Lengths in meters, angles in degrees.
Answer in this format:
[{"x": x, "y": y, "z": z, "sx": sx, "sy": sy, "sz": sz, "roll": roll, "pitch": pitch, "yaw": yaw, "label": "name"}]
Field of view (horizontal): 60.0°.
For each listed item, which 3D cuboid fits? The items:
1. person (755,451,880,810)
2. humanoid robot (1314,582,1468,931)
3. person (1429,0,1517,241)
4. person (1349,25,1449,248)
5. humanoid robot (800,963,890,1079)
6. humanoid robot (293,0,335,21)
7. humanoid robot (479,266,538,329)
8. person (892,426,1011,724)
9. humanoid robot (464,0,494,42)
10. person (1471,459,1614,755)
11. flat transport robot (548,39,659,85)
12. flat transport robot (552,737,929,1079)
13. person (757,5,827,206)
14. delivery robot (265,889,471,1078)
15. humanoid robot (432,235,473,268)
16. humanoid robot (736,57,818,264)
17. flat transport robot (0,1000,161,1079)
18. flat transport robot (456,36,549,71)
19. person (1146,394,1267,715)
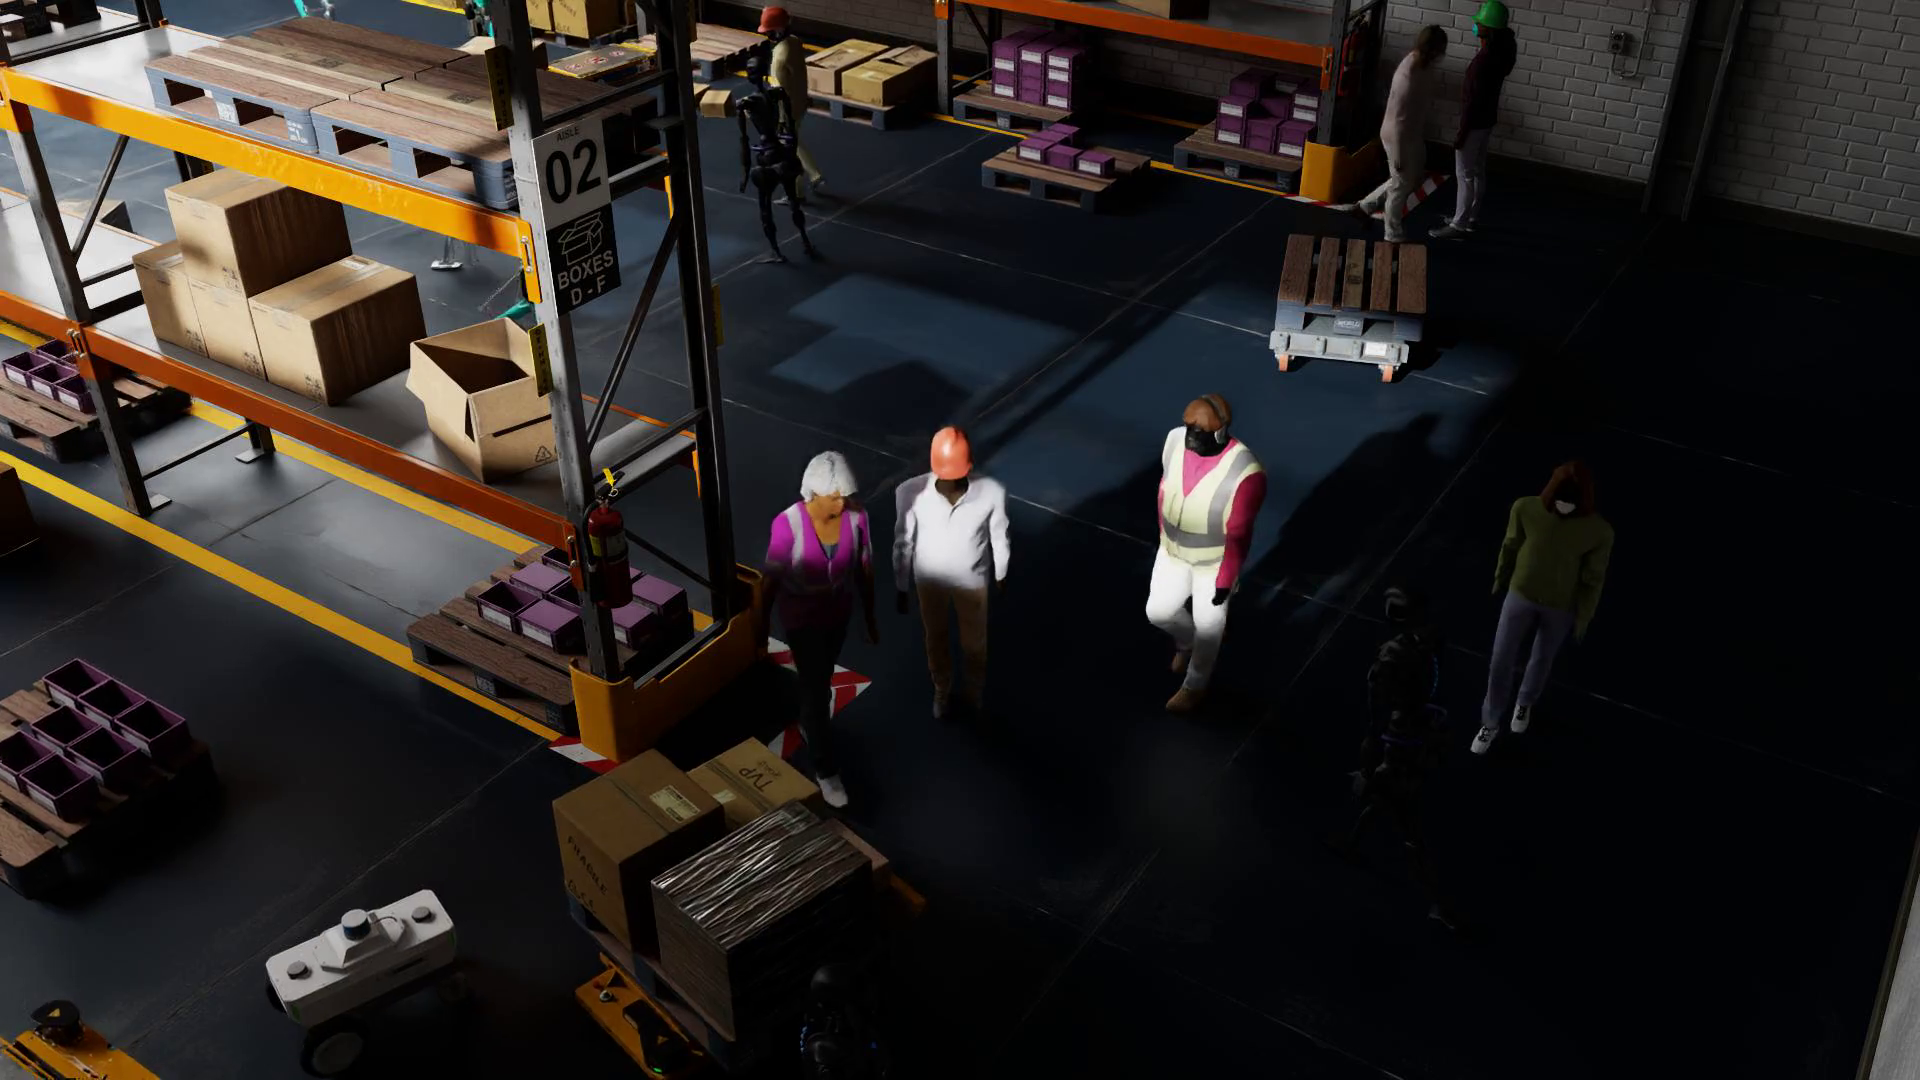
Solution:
[{"x": -0.628, "y": 0.406, "z": 7.832, "sx": 0.576, "sy": 1.807, "sz": 0.827, "roll": -19, "pitch": 38, "yaw": -27, "label": "person"}, {"x": 1.970, "y": 0.925, "z": 7.232, "sx": 0.605, "sy": 1.615, "sz": 0.829, "roll": -29, "pitch": 43, "yaw": -36, "label": "humanoid robot"}, {"x": 4.225, "y": -3.402, "z": 13.559, "sx": 0.421, "sy": 1.955, "sz": 0.490, "roll": 22, "pitch": 39, "yaw": 30, "label": "person"}, {"x": 3.498, "y": -3.189, "z": 13.273, "sx": 0.569, "sy": 1.904, "sz": 0.678, "roll": 16, "pitch": 36, "yaw": 23, "label": "person"}, {"x": -0.369, "y": 1.998, "z": 5.498, "sx": 0.315, "sy": 1.657, "sz": 0.599, "roll": 8, "pitch": 34, "yaw": 12, "label": "humanoid robot"}, {"x": -6.952, "y": -5.962, "z": 17.729, "sx": 0.530, "sy": 1.779, "sz": 1.001, "roll": -28, "pitch": 42, "yaw": -35, "label": "humanoid robot"}, {"x": -2.968, "y": -1.735, "z": 11.256, "sx": 0.756, "sy": 1.838, "sz": 0.537, "roll": 4, "pitch": 33, "yaw": 6, "label": "humanoid robot"}, {"x": -0.044, "y": 0.187, "z": 8.242, "sx": 0.575, "sy": 1.732, "sz": 0.461, "roll": 2, "pitch": 33, "yaw": 3, "label": "person"}, {"x": -4.660, "y": -4.968, "z": 16.186, "sx": 0.847, "sy": 1.796, "sz": 0.542, "roll": 23, "pitch": 40, "yaw": 31, "label": "humanoid robot"}, {"x": 2.812, "y": 0.350, "z": 8.085, "sx": 0.511, "sy": 1.609, "sz": 0.672, "roll": 17, "pitch": 37, "yaw": 24, "label": "person"}, {"x": -3.752, "y": -4.960, "z": 17.496, "sx": 0.659, "sy": 0.231, "sz": 1.431, "roll": 24, "pitch": 40, "yaw": 32, "label": "flat transport robot"}, {"x": -0.879, "y": 1.744, "z": 7.192, "sx": 1.431, "sy": 0.231, "sz": 0.659, "roll": -27, "pitch": 42, "yaw": -35, "label": "flat transport robot"}, {"x": -1.444, "y": -3.723, "z": 14.260, "sx": 0.486, "sy": 1.721, "sz": 0.592, "roll": 5, "pitch": 33, "yaw": 8, "label": "person"}, {"x": -2.460, "y": 1.778, "z": 6.872, "sx": 0.782, "sy": 0.589, "sz": 0.499, "roll": -22, "pitch": 39, "yaw": -30, "label": "delivery robot"}, {"x": -4.156, "y": -2.865, "z": 13.016, "sx": 0.785, "sy": 1.860, "sz": 0.542, "roll": 9, "pitch": 34, "yaw": 14, "label": "humanoid robot"}, {"x": -1.456, "y": -2.983, "z": 13.174, "sx": 0.477, "sy": 1.645, "sz": 0.609, "roll": 28, "pitch": 42, "yaw": 36, "label": "humanoid robot"}, {"x": -3.819, "y": 2.368, "z": 6.234, "sx": 0.659, "sy": 0.231, "sz": 1.431, "roll": 20, "pitch": 38, "yaw": 27, "label": "flat transport robot"}, {"x": -4.262, "y": -3.733, "z": 15.610, "sx": 1.431, "sy": 0.231, "sz": 0.659, "roll": 7, "pitch": 34, "yaw": 10, "label": "flat transport robot"}, {"x": 1.203, "y": 0.075, "z": 8.332, "sx": 0.626, "sy": 1.825, "sz": 0.439, "roll": 28, "pitch": 42, "yaw": 35, "label": "person"}]
